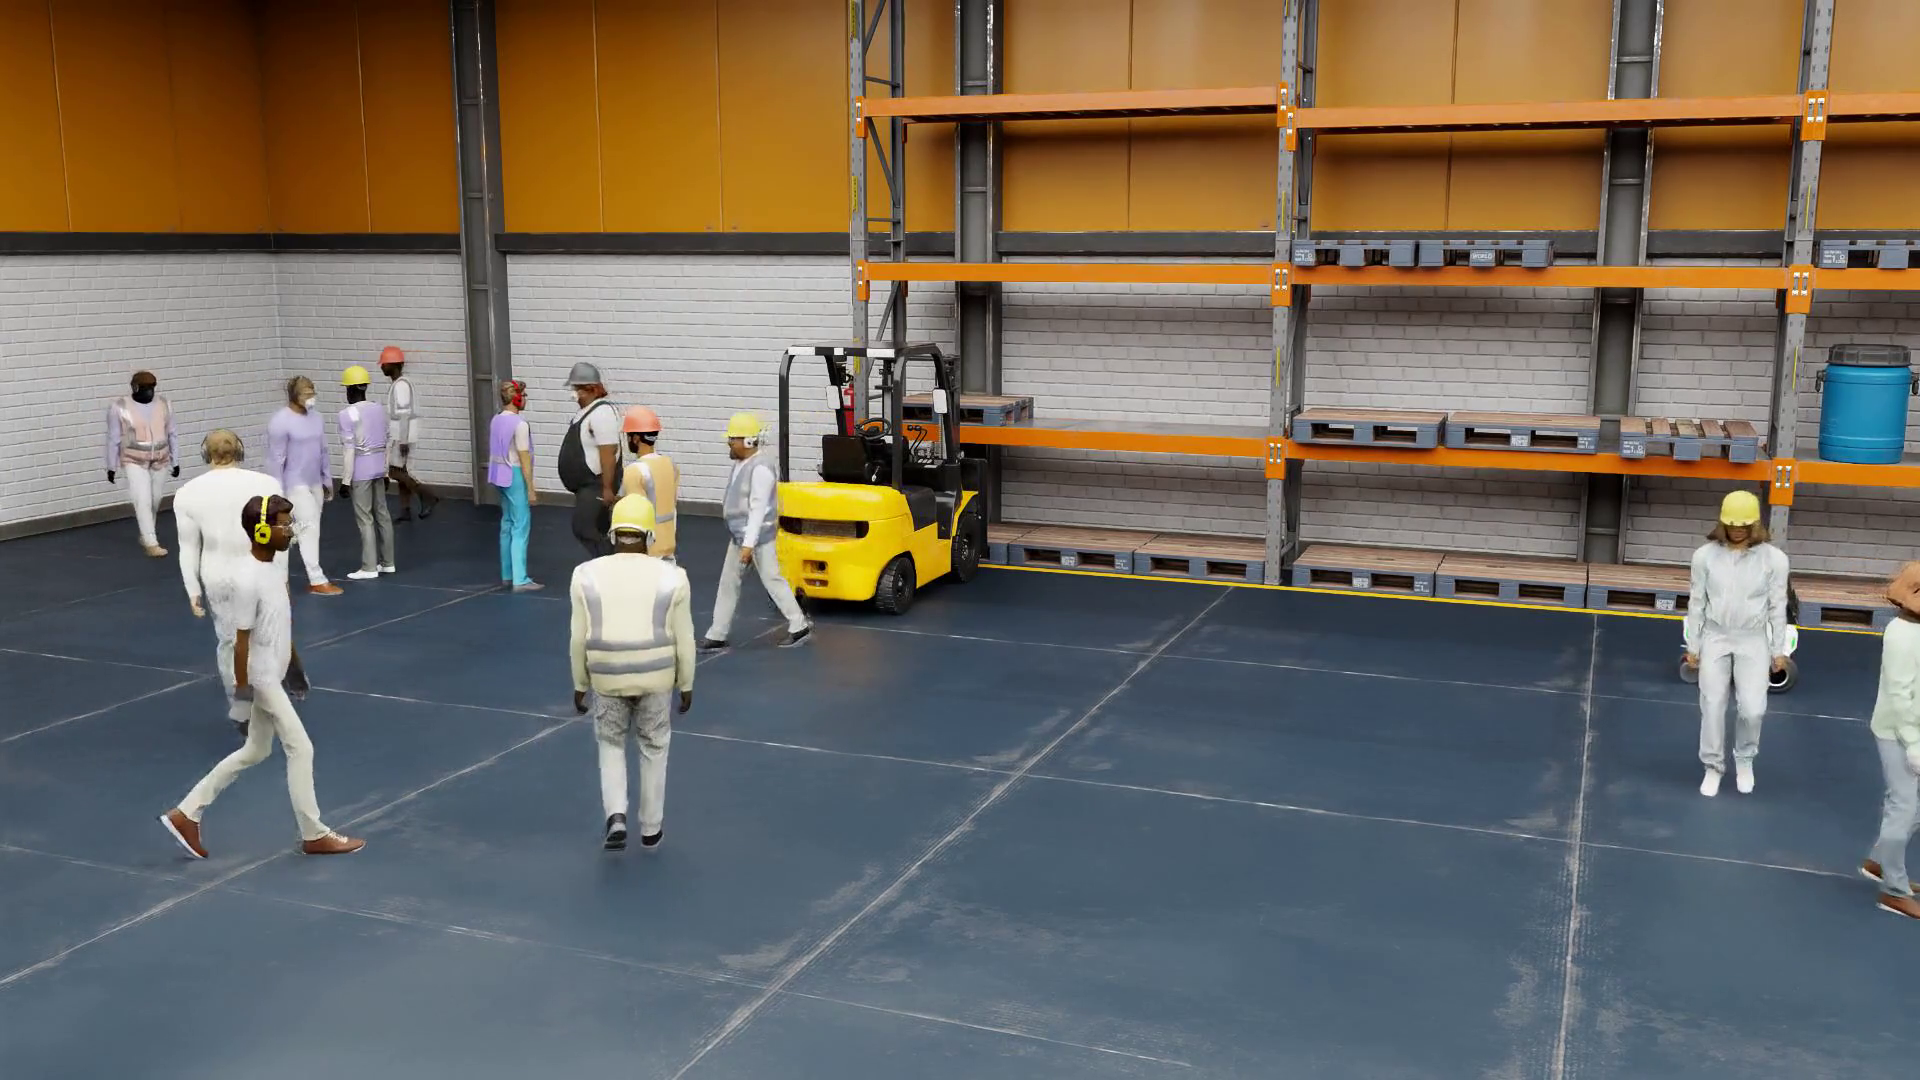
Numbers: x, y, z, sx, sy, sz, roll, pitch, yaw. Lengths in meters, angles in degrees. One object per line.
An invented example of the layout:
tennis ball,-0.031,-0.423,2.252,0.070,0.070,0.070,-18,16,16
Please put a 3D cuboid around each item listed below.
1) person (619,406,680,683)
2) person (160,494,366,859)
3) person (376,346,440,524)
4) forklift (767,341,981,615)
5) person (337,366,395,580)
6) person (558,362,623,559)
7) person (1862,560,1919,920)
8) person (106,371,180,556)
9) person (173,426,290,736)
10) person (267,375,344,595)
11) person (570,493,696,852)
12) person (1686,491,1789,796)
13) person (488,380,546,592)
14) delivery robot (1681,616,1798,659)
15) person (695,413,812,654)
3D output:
person,-2.124,0.062,11.277,0.384,1.933,0.553,4,11,21
person,-3.458,0.679,8.126,0.879,1.840,0.529,-2,10,-13
person,-5.972,-1.116,17.862,0.501,1.925,0.571,-4,11,-22
forklift,-0.739,-0.602,14.246,1.214,2.155,2.313,4,11,21
person,-5.380,-0.605,15.004,0.385,1.925,0.592,4,11,22
person,-3.148,-0.513,14.175,0.544,2.000,0.700,-4,11,-21
person,4.301,0.895,7.484,0.522,1.631,0.358,-10,14,-44
person,-8.026,-0.770,16.320,0.909,1.799,0.663,9,14,42
person,-4.455,0.264,10.205,0.634,1.915,0.823,-3,11,-16
person,-5.761,-0.476,14.365,0.850,1.912,0.640,3,11,15
person,-1.603,0.673,8.195,0.610,1.815,0.435,-1,10,-6
person,4.201,0.573,9.026,0.496,1.715,0.417,6,12,30
person,-3.890,-0.467,14.488,0.389,1.840,0.578,-8,13,-38
delivery robot,5.343,0.674,11.422,0.707,0.478,0.477,3,11,21
person,-1.529,-0.048,12.307,0.925,1.792,0.598,-6,12,-29
